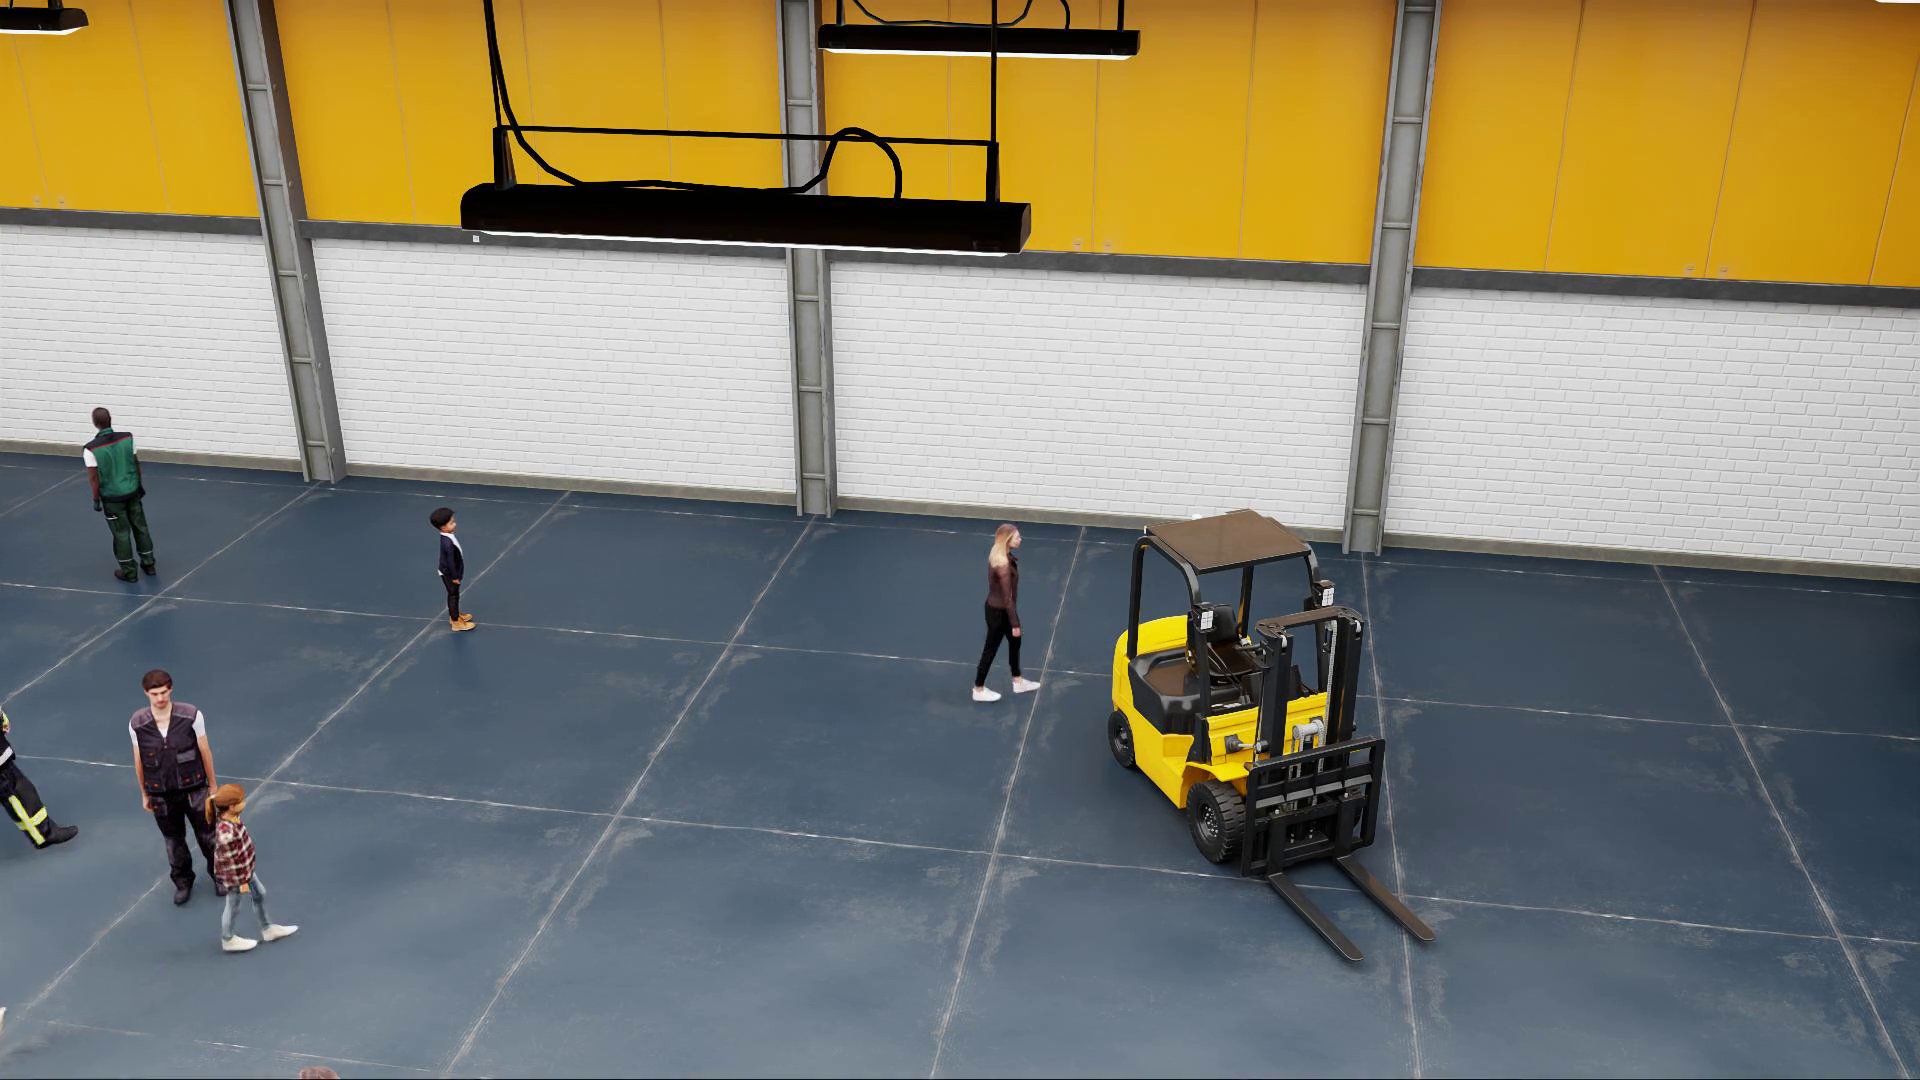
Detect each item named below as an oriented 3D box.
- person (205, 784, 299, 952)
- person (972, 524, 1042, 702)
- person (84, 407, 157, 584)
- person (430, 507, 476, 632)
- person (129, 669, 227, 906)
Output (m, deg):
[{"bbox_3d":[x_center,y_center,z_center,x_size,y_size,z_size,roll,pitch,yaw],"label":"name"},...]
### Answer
[{"bbox_3d":[-4.987,2.250,11.282,0.819,1.282,0.720,-6,24,-14],"label":"person"},{"bbox_3d":[0.259,0.649,14.450,0.911,1.677,0.743,-1,24,-2],"label":"person"},{"bbox_3d":[-8.487,-0.467,16.801,0.772,1.840,0.778,17,29,33],"label":"person"},{"bbox_3d":[-4.870,0.264,15.894,0.618,1.227,0.585,-8,25,-18],"label":"person"},{"bbox_3d":[-5.524,1.734,11.762,0.698,1.843,0.811,-7,25,-16],"label":"person"}]
